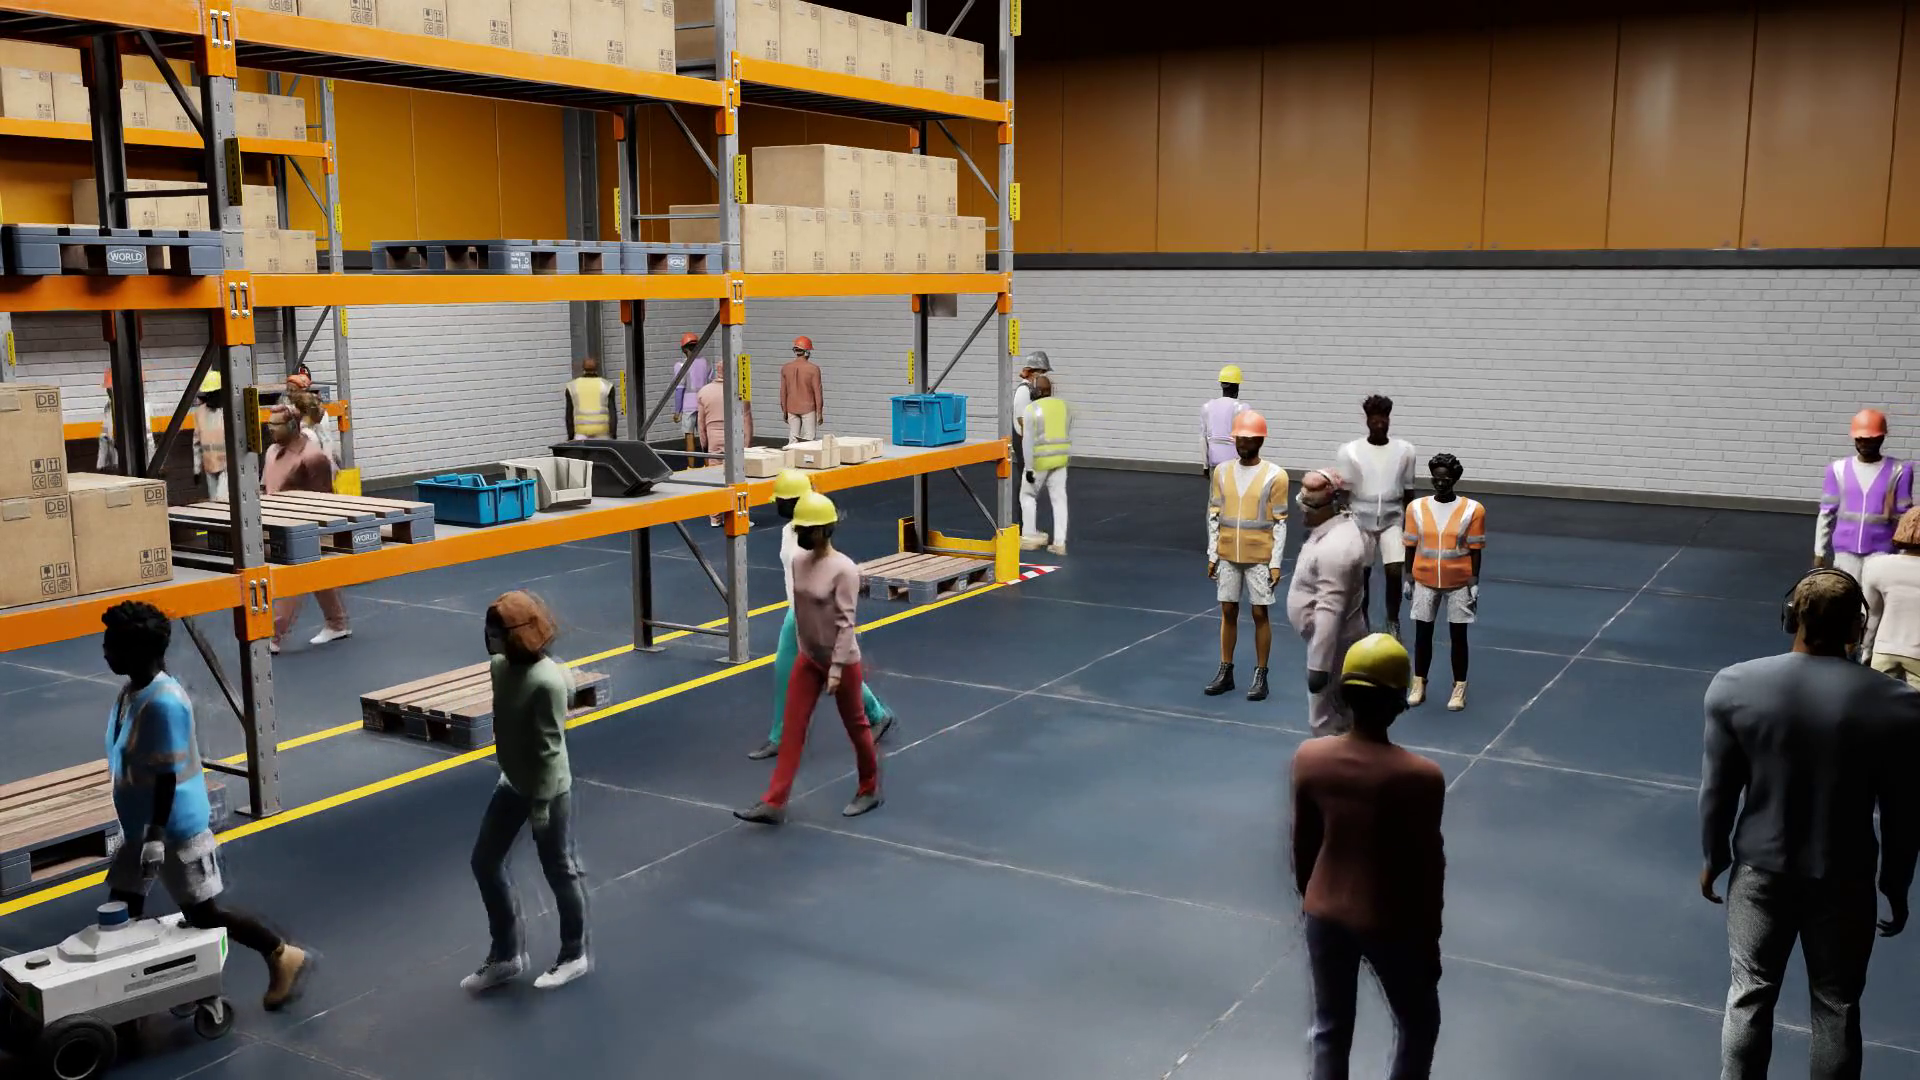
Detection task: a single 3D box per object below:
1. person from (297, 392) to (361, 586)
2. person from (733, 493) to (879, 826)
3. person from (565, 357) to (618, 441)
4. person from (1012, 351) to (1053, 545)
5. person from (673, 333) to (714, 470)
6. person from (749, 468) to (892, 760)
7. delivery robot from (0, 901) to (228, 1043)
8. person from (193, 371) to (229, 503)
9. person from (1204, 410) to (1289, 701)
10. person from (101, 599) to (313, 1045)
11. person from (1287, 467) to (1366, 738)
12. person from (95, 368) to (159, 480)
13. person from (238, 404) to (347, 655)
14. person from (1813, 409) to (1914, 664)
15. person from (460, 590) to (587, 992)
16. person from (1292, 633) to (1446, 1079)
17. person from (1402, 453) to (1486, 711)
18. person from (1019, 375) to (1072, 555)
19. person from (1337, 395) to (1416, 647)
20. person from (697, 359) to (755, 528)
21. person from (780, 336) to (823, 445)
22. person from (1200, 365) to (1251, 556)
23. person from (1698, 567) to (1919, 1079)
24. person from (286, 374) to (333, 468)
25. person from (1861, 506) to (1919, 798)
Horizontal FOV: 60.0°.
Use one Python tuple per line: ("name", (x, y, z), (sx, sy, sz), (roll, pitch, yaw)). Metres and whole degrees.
("person", (-5.776, -0.420, 14.866), (1.024, 1.783, 0.550), (-5, 10, -30))
("person", (-0.741, 0.623, 8.502), (0.538, 1.720, 0.890), (9, 13, 44))
("person", (-4.549, -1.349, 20.541), (0.625, 1.819, 0.644), (-1, 9, -3))
("person", (0.812, -0.977, 17.517), (0.536, 2.000, 0.684), (1, 9, 8))
("person", (-3.651, -1.809, 22.735), (0.605, 2.033, 0.391), (-8, 12, -40))
("person", (-0.810, 0.418, 9.794), (0.850, 1.727, 0.518), (-6, 11, -35))
("delivery robot", (-3.054, 1.557, 6.034), (0.477, 0.478, 0.707), (9, 13, 43))
("person", (-7.282, -0.744, 16.530), (0.617, 1.895, 0.808), (2, 9, 15))
("person", (1.906, 0.099, 11.113), (0.545, 1.942, 0.351), (5, 11, 31))
("person", (-2.897, 1.028, 6.176), (0.804, 1.667, 0.540), (-9, 13, -44))
("person", (1.924, 0.541, 8.588), (0.472, 1.870, 0.750), (2, 9, 14))
("person", (-8.417, -0.760, 16.587), (0.568, 1.897, 0.945), (5, 10, 28))
("person", (-5.052, -0.083, 12.505), (0.658, 1.862, 0.966), (8, 12, 41))
("person", (6.166, 0.063, 11.403), (0.574, 1.914, 0.651), (7, 12, 38))
("person", (-1.730, 0.999, 6.489), (0.518, 1.610, 0.609), (9, 12, 43))
("person", (1.284, 1.146, 5.125), (0.551, 1.752, 0.501), (9, 13, 44))
("person", (3.139, 0.269, 10.838), (0.530, 1.689, 0.322), (5, 10, 26))
("person", (0.830, -0.770, 16.935), (0.654, 1.808, 0.740), (-6, 11, -32))
("person", (3.113, -0.111, 12.413), (0.618, 1.936, 0.713), (1, 9, 5))
("person", (-2.595, -1.075, 18.567), (0.643, 1.903, 0.399), (3, 10, 17))
("person", (-2.124, -1.755, 22.517), (0.623, 1.992, 0.396), (4, 10, 22))
("person", (2.674, -0.778, 16.628), (0.584, 1.929, 0.371), (8, 12, 40))
("person", (2.656, 1.042, 5.238), (0.633, 1.939, 0.368), (5, 10, 29))
("person", (-6.266, -0.644, 15.933), (0.575, 1.881, 0.356), (4, 10, 23))
("person", (5.015, 0.628, 8.800), (0.281, 1.625, 0.493), (-7, 11, -37))
